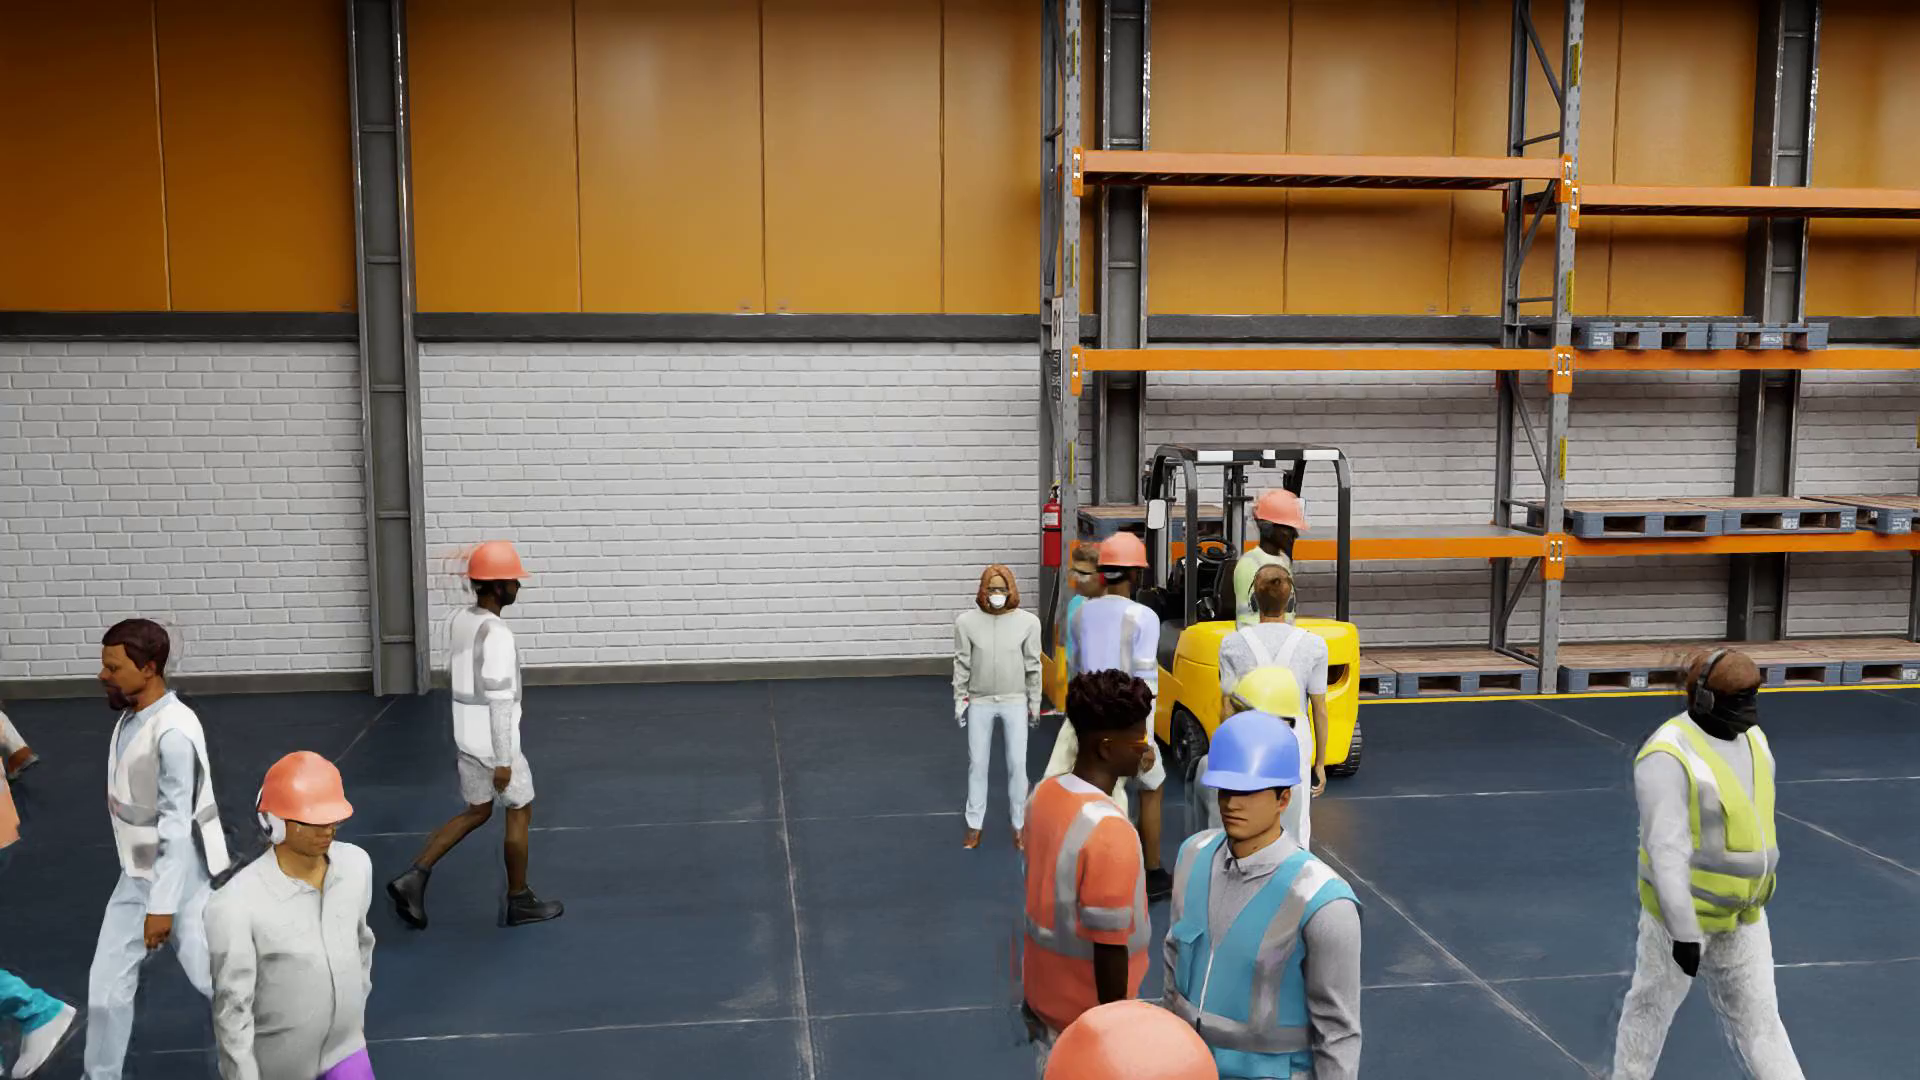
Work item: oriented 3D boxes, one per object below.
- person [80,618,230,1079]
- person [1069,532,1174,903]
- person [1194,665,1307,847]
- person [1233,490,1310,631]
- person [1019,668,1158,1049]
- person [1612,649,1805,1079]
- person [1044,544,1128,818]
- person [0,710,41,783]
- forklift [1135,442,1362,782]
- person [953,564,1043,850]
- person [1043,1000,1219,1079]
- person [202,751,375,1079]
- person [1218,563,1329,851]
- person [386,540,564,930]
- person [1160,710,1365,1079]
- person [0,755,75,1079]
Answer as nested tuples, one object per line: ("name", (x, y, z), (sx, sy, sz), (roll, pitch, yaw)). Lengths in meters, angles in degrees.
("person", (-2.862, 1.201, 6.037), (0.989, 1.877, 0.608), (-6, 9, -44))
("person", (0.856, 0.913, 8.396), (0.566, 1.906, 0.811), (6, 9, 42))
("person", (0.987, 1.297, 5.704), (0.411, 1.743, 0.553), (-5, 8, -35))
("person", (1.820, 0.725, 9.577), (0.449, 2.026, 0.623), (4, 8, 31))
("person", (0.291, 1.312, 4.800), (0.933, 1.928, 0.596), (-2, 7, -15))
("person", (2.642, 1.277, 5.635), (0.646, 1.801, 0.938), (-4, 8, -31))
("person", (0.690, 0.924, 8.631), (0.510, 1.825, 0.612), (-3, 7, -27))
("person", (-6.469, 0.663, 10.636), (0.989, 1.908, 0.620), (0, 7, 4))
("forklift", (1.912, 0.418, 11.496), (1.214, 2.155, 2.313), (-1, 7, -8))
("person", (0.214, 0.940, 9.402), (0.505, 1.628, 0.278), (0, 7, 4))
("person", (0.245, 1.591, 2.358), (0.383, 1.933, 0.552), (-5, 8, -38))
("person", (-1.839, 1.436, 4.706), (0.903, 1.698, 0.593), (4, 7, 29))
("person", (1.446, 1.023, 7.715), (0.508, 1.847, 0.345), (1, 7, 9))
("person", (-2.335, 0.956, 7.983), (0.769, 1.921, 0.546), (-6, 9, -42))
("person", (0.717, 1.379, 4.133), (0.375, 1.950, 0.615), (-5, 8, -35))
("person", (-3.765, 1.158, 6.310), (0.484, 1.901, 0.592), (-4, 7, -29))
